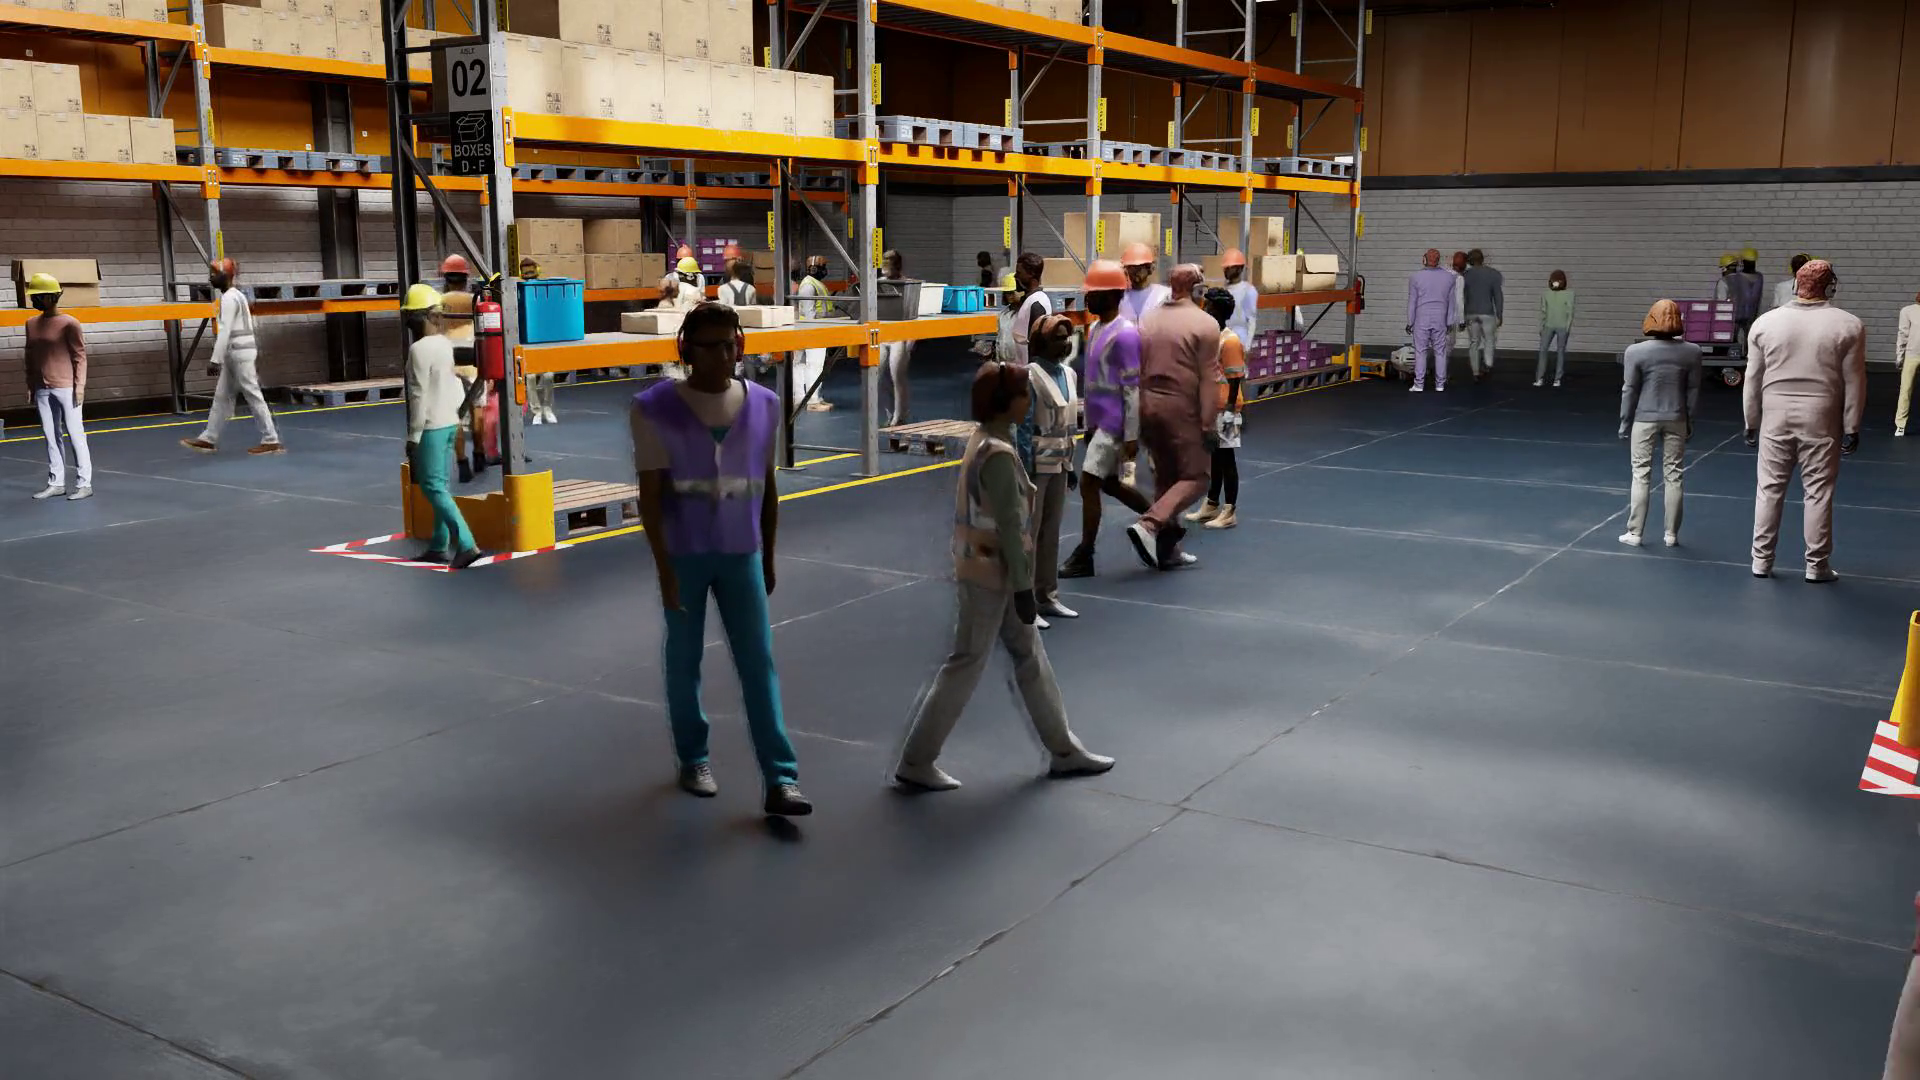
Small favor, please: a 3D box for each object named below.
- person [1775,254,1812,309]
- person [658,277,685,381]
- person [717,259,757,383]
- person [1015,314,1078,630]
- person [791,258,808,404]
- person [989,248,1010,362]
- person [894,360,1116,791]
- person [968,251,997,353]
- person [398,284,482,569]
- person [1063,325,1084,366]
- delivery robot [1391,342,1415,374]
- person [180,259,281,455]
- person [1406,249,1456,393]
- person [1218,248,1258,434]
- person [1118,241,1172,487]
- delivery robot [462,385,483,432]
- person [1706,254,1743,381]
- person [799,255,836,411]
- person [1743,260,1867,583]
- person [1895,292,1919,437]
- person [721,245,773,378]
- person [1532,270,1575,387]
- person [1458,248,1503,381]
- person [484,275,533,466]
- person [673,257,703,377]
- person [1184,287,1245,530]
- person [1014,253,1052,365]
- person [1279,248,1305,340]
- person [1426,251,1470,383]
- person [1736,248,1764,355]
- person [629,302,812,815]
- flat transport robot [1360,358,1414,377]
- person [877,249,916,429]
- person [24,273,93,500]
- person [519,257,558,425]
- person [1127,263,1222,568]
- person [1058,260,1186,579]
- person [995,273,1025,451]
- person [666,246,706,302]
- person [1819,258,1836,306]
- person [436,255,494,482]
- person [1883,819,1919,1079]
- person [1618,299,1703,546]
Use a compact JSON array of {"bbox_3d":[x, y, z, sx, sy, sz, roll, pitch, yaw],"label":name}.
[{"bbox_3d":[9.430,-2.291,18.835,0.334,1.865,0.552,-6,12,-30],"label":"person"},{"bbox_3d":[-3.165,-2.045,18.122,0.373,1.626,0.510,-2,10,-11],"label":"person"},{"bbox_3d":[-2.750,-2.581,20.641,0.545,1.791,1.011,-5,11,-26],"label":"person"},{"bbox_3d":[0.453,-0.367,8.770,0.314,1.641,0.515,7,13,35],"label":"person"},{"bbox_3d":[-2.031,-2.556,20.452,0.438,1.813,0.670,-1,10,-8],"label":"person"},{"bbox_3d":[0.876,-3.716,26.221,0.696,2.000,1.036,-6,12,-29],"label":"person"},{"bbox_3d":[0.147,0.136,6.123,0.841,1.593,0.530,0,10,-1],"label":"person"},{"bbox_3d":[0.398,-4.235,29.706,0.530,1.816,0.641,-1,10,-4],"label":"person"},{"bbox_3d":[-3.240,-0.684,10.269,0.449,1.785,0.531,0,10,3],"label":"person"},{"bbox_3d":[1.560,-2.784,21.622,0.520,1.849,0.821,9,13,40],"label":"person"},{"bbox_3d":[6.408,-2.586,23.819,0.477,0.478,0.707,1,10,3],"label":"delivery robot"},{"bbox_3d":[-6.882,-1.690,15.551,0.950,1.841,0.599,-4,11,-21],"label":"person"},{"bbox_3d":[6.239,-2.909,22.122,0.642,1.909,0.399,0,10,-2],"label":"person"},{"bbox_3d":[2.838,-2.073,17.403,0.365,1.937,0.548,-8,13,-37],"label":"person"},{"bbox_3d":[1.499,-1.446,13.710,0.617,2.015,0.789,3,11,16],"label":"person"},{"bbox_3d":[-5.085,-1.352,16.978,0.477,0.478,0.707,-2,10,-9],"label":"delivery robot"},{"bbox_3d":[11.013,-3.190,23.911,0.586,1.823,0.403,-7,12,-32],"label":"person"},{"bbox_3d":[-1.692,-2.454,19.782,0.429,1.844,0.626,1,10,5],"label":"person"},{"bbox_3d":[5.010,-0.702,9.892,0.652,1.906,0.402,8,13,36],"label":"person"},{"bbox_3d":[9.899,-1.862,17.099,0.497,1.629,0.277,5,11,24],"label":"person"},{"bbox_3d":[-3.104,-3.255,23.904,0.638,1.962,0.707,9,14,42],"label":"person"},{"bbox_3d":[8.157,-2.891,22.846,0.500,1.596,0.755,7,12,35],"label":"person"},{"bbox_3d":[7.418,-3.211,23.835,0.690,1.904,0.435,4,11,23],"label":"person"},{"bbox_3d":[-4.126,-1.536,14.997,0.596,1.721,0.522,7,13,36],"label":"person"},{"bbox_3d":[-3.076,-2.278,18.830,0.594,1.832,0.403,10,14,43],"label":"person"},{"bbox_3d":[1.808,-0.923,11.695,0.322,1.697,0.531,-3,11,-16],"label":"person"},{"bbox_3d":[0.597,-1.362,13.517,0.392,1.920,0.587,-1,10,-3],"label":"person"},{"bbox_3d":[5.296,-3.762,26.895,0.903,1.897,0.602,-2,10,-9],"label":"person"},{"bbox_3d":[6.942,-3.142,23.530,0.423,1.862,0.619,-2,10,-9],"label":"person"},{"bbox_3d":[11.277,-3.221,23.851,0.630,1.896,0.868,-2,10,-10],"label":"person"},{"bbox_3d":[-0.835,0.087,5.804,0.563,1.801,0.915,-5,11,-25],"label":"person"},{"bbox_3d":[6.149,-2.598,24.932,0.652,0.197,1.431,-7,12,-33],"label":"flat transport robot"},{"bbox_3d":[-0.706,-2.035,17.221,0.655,1.926,0.433,7,13,35],"label":"person"},{"bbox_3d":[-7.059,-1.187,12.969,0.533,1.767,0.313,3,11,15],"label":"person"},{"bbox_3d":[-4.641,-2.157,18.158,0.523,1.832,0.487,-4,11,-21],"label":"person"},{"bbox_3d":[1.269,-0.728,10.090,0.615,1.886,0.666,-7,12,-34],"label":"person"},{"bbox_3d":[0.965,-0.723,10.005,0.852,1.908,0.557,-2,11,-13],"label":"person"},{"bbox_3d":[0.492,-1.467,14.601,0.484,1.738,0.318,9,14,41],"label":"person"},{"bbox_3d":[-3.688,-2.975,22.399,0.552,1.936,0.359,-1,10,-6],"label":"person"},{"bbox_3d":[12.053,-3.082,23.457,0.609,1.774,0.958,-6,12,-30],"label":"person"},{"bbox_3d":[-4.256,-1.471,14.199,0.552,1.886,0.980,-2,11,-13],"label":"person"},{"bbox_3d":[1.574,0.637,2.388,0.824,1.950,0.580,-1,10,-6],"label":"person"},{"bbox_3d":[4.619,-0.768,11.006,0.500,1.636,0.281,1,10,6],"label":"person"}]
